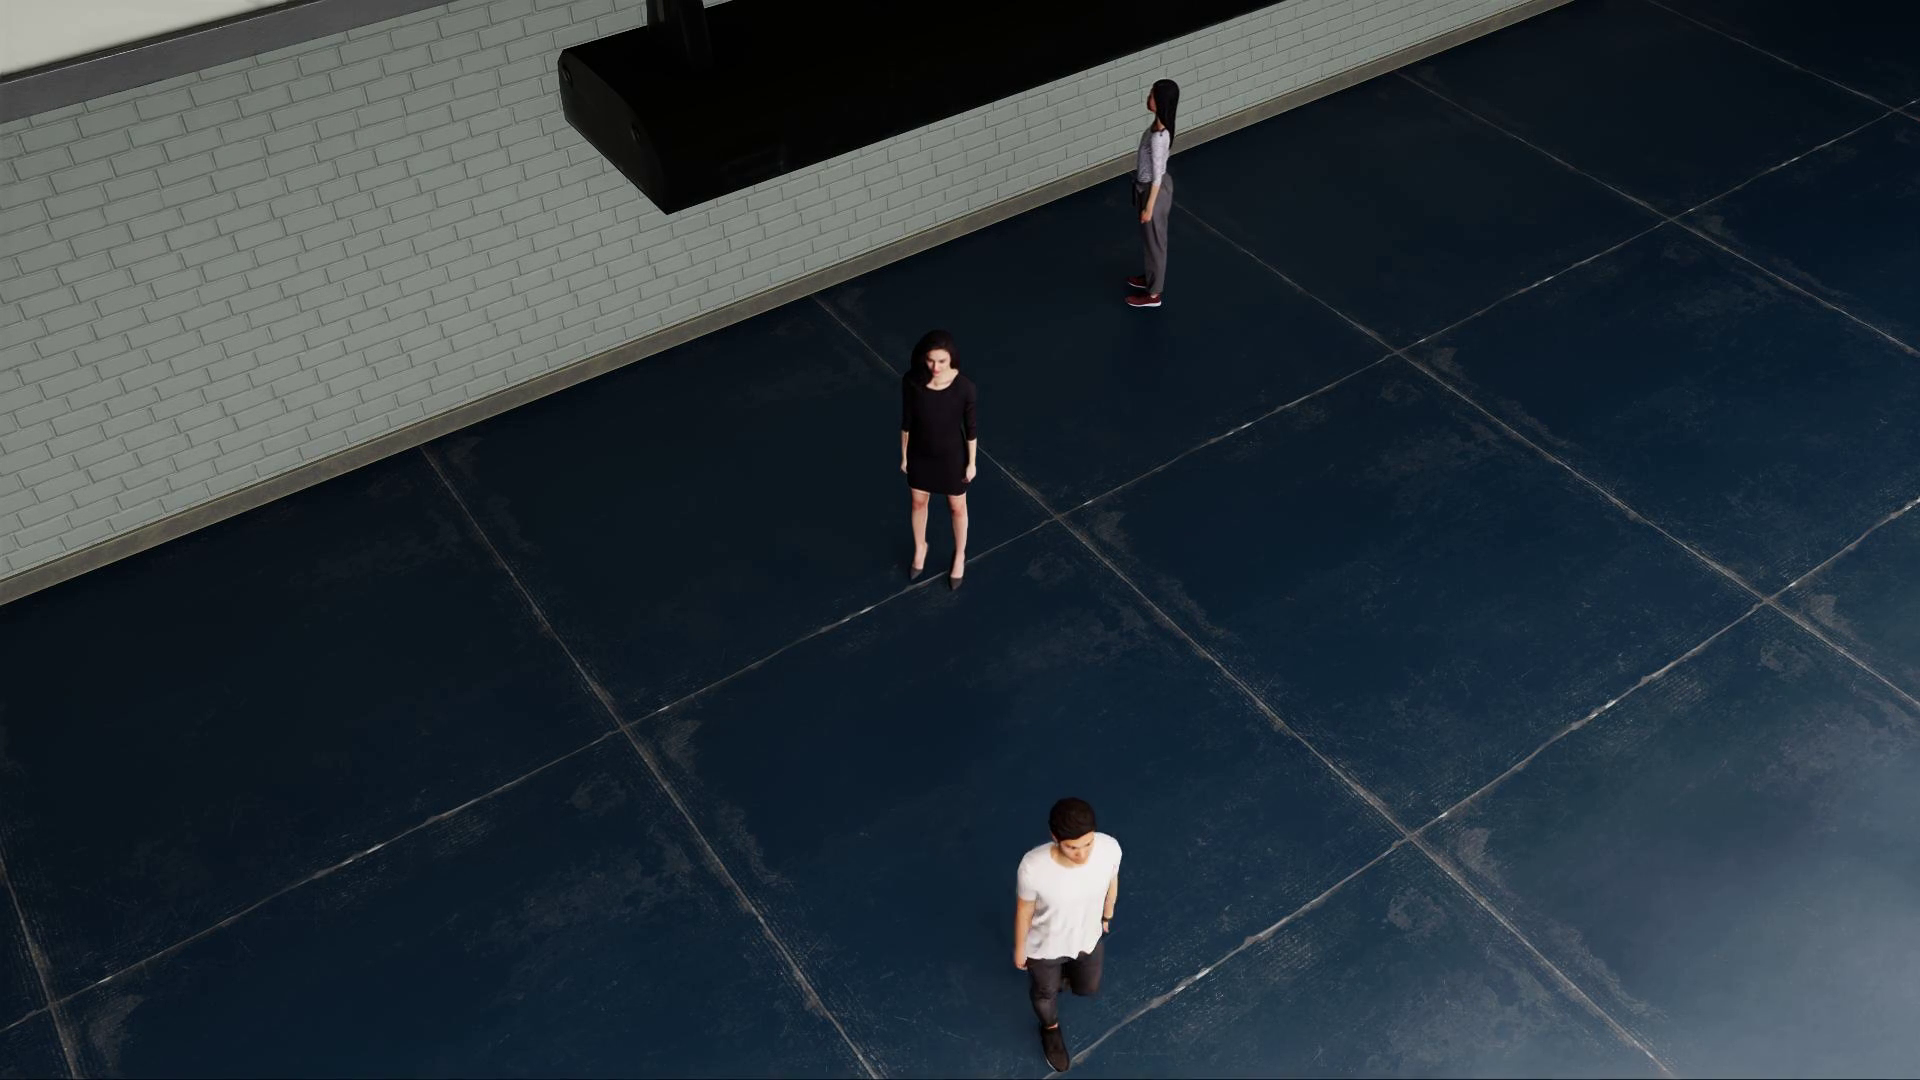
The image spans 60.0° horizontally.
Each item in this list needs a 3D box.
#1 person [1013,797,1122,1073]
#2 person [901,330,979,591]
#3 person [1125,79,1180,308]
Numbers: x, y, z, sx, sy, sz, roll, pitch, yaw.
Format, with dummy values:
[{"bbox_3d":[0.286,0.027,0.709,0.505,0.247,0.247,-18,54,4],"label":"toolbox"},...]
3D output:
[{"bbox_3d":[0.423,1.634,7.237,0.784,1.711,0.894,-10,44,-10],"label":"person"},{"bbox_3d":[-0.117,-0.457,9.408,0.629,1.804,0.716,11,44,12],"label":"person"},{"bbox_3d":[1.367,-2.400,11.541,0.727,1.733,0.673,8,44,8],"label":"person"}]
